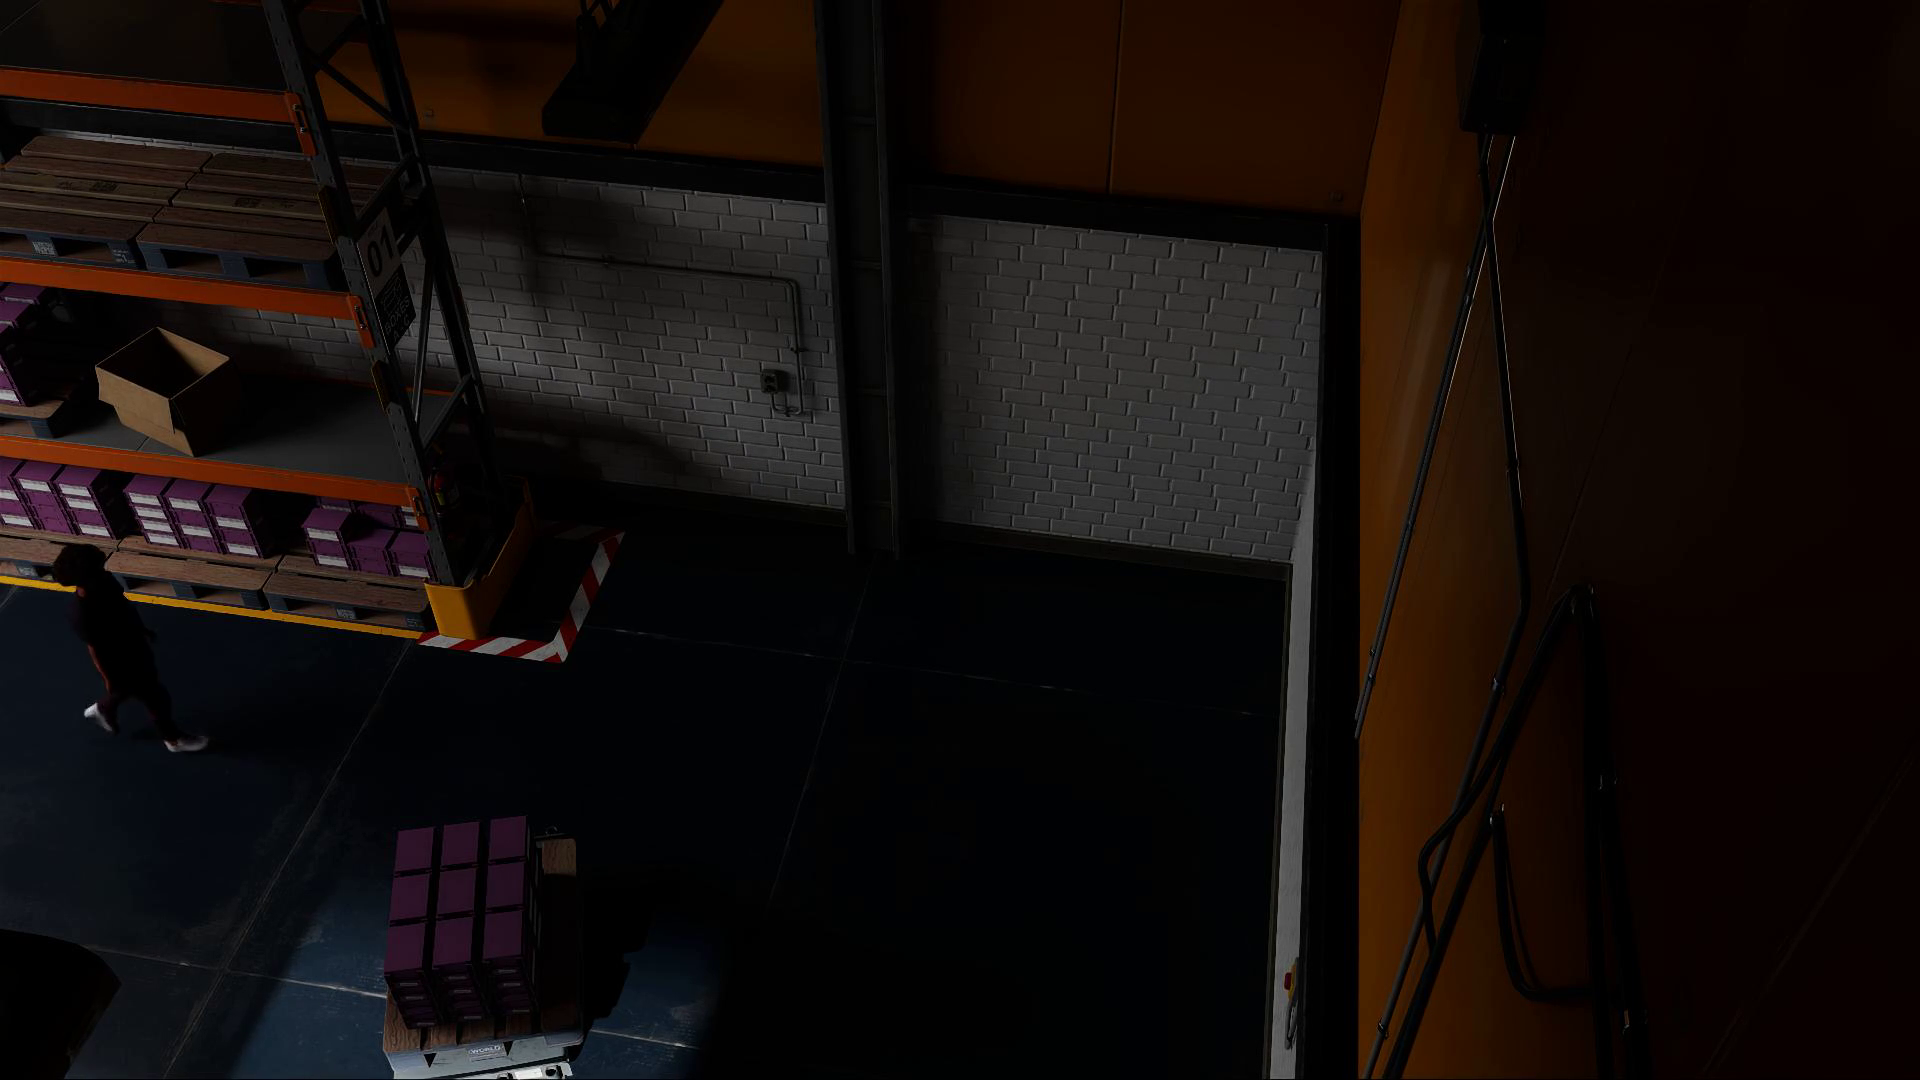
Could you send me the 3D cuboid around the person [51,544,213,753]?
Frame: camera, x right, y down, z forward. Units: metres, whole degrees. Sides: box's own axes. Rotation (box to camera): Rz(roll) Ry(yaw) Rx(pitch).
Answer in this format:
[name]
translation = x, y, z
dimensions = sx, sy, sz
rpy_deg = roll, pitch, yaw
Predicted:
[person]
translation = -5.255, 0.693, 10.278
dimensions = 1.053, 1.760, 0.826
rpy_deg = -6, 44, -6
